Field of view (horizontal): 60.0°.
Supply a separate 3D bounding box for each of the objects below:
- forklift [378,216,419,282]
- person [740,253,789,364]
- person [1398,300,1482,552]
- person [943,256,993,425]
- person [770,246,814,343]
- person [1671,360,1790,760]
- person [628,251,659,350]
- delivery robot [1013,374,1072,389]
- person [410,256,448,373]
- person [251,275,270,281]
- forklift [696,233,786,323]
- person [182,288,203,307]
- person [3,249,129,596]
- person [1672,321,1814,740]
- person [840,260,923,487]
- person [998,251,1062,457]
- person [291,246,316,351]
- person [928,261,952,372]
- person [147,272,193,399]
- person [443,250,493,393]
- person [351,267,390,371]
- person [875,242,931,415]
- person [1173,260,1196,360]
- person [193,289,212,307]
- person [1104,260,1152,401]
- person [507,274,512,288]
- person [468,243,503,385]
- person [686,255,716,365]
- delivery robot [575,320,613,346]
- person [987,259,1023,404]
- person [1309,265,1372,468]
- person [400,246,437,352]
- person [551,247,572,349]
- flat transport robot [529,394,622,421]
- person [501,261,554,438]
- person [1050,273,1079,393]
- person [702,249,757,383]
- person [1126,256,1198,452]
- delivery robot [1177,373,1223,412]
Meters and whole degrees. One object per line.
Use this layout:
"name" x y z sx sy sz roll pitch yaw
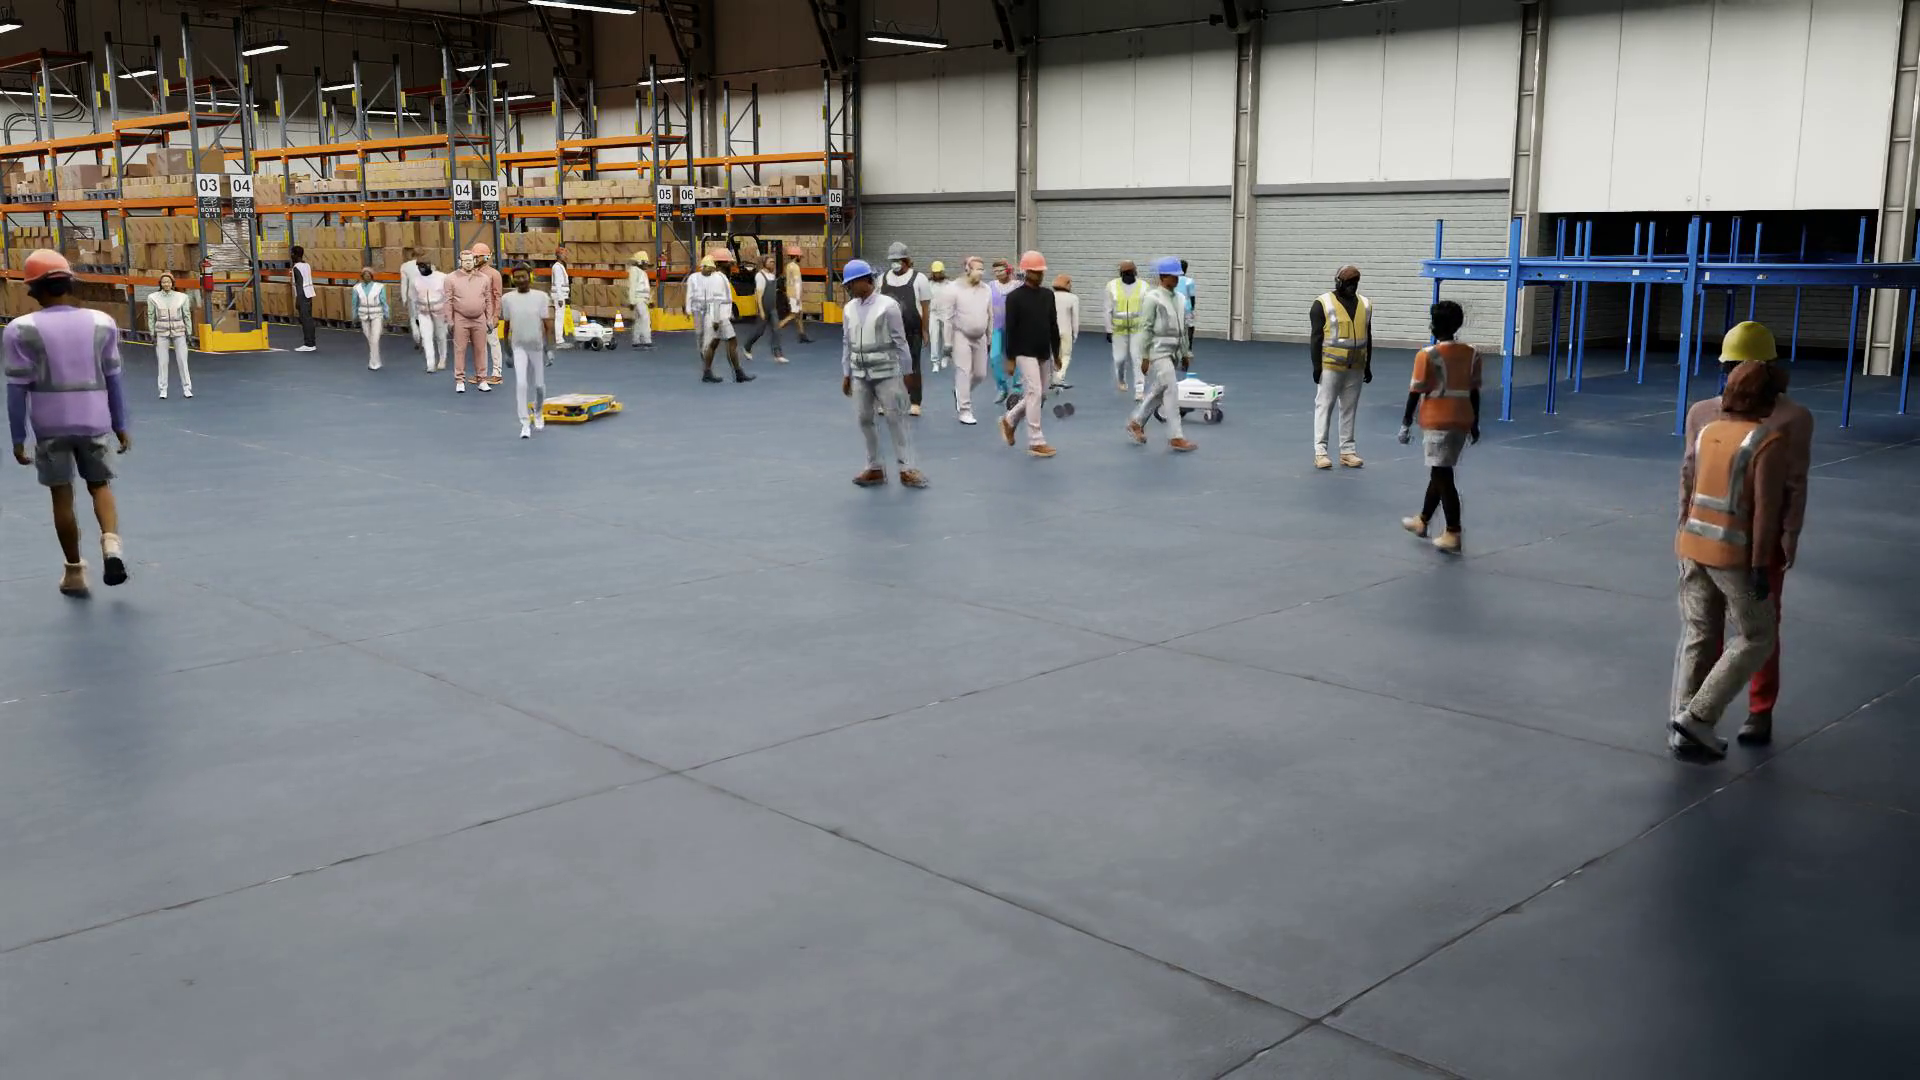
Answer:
"forklift" -17.868 -9.201 54.028 1.873 2.768 1.129 -10 14 -44
"person" -3.275 -3.865 27.735 0.855 1.824 0.520 6 12 32
"person" 3.209 -0.789 11.326 0.557 1.660 0.793 -5 12 -27
"person" 0.070 -2.283 18.933 0.662 1.885 0.644 -6 12 -30
"person" -3.323 -4.827 32.736 0.837 1.913 0.549 -3 11 -18
"person" 3.103 0.083 6.725 0.394 1.613 0.545 -2 11 -12
"person" -5.828 -4.445 30.883 0.674 1.808 0.604 1 10 6
"delivery robot" 0.978 -1.922 19.696 0.698 0.223 0.335 6 12 28
"person" -8.261 -3.545 26.025 0.622 1.805 0.911 -1 10 -8
"person" -19.073 -7.117 45.193 0.870 1.914 0.544 9 14 40
"forklift" -5.496 -6.489 41.108 2.313 2.155 1.214 -10 14 -44
"person" -16.965 -5.538 36.734 0.549 1.854 0.555 -8 13 -39
"person" -5.190 -0.670 9.699 0.639 2.031 0.533 -10 14 -43
"person" 3.287 -0.041 7.028 0.518 1.757 0.340 10 14 43
"person" -0.663 -1.394 14.023 0.769 1.906 0.445 7 12 32
"person" 0.664 -1.824 16.184 0.817 1.967 0.622 10 14 44
"person" -12.070 -4.441 30.577 0.398 1.920 0.589 -1 10 -4
"person" -0.321 -3.525 26.132 0.490 1.716 0.760 0 10 0
"person" -10.296 -2.667 21.699 0.513 1.630 0.318 -5 11 -25
"person" -6.652 -2.967 22.570 0.643 1.909 0.410 -6 12 -31
"person" -9.230 -3.445 25.972 0.553 1.595 0.781 0 10 -1
"person" -0.707 -2.478 19.656 0.689 2.000 0.536 3 11 14
"person" 3.790 -3.899 28.225 0.554 1.682 0.568 6 12 30
"person" -18.040 -6.011 39.319 0.842 1.861 0.577 10 14 44
"person" 2.197 -2.736 21.609 0.637 1.802 0.664 1 10 7
"person" -12.799 -7.637 48.068 0.560 1.903 0.859 -6 12 -31
"person" -6.781 -3.220 23.712 0.612 1.995 0.376 6 12 29
"person" -4.221 -3.809 27.478 0.600 1.797 0.813 -2 11 -10
"delivery robot" -6.808 -3.844 30.904 0.707 0.478 0.477 5 12 27
"person" 0.629 -2.615 20.932 0.695 1.814 0.527 3 11 16
"person" 3.506 -1.589 15.243 0.622 1.842 0.429 -3 11 -17
"person" -9.870 -4.414 30.430 0.650 1.914 0.678 -3 11 -16
"person" -7.510 -4.558 31.317 0.359 1.882 0.575 -2 11 -8
"flat transport robot" -4.518 -1.555 19.453 0.652 0.197 1.431 2 11 8
"person" -4.600 -2.042 17.708 0.517 1.845 0.750 -3 11 -16
"person" 1.333 -2.760 22.253 0.503 1.611 0.631 3 11 17
"person" -3.322 -3.211 23.878 0.896 1.905 0.542 -1 10 -8
"person" 2.007 -1.877 16.625 0.939 1.916 0.616 10 14 44
"delivery robot" 2.641 -1.667 19.035 0.707 0.478 0.477 5 11 25
